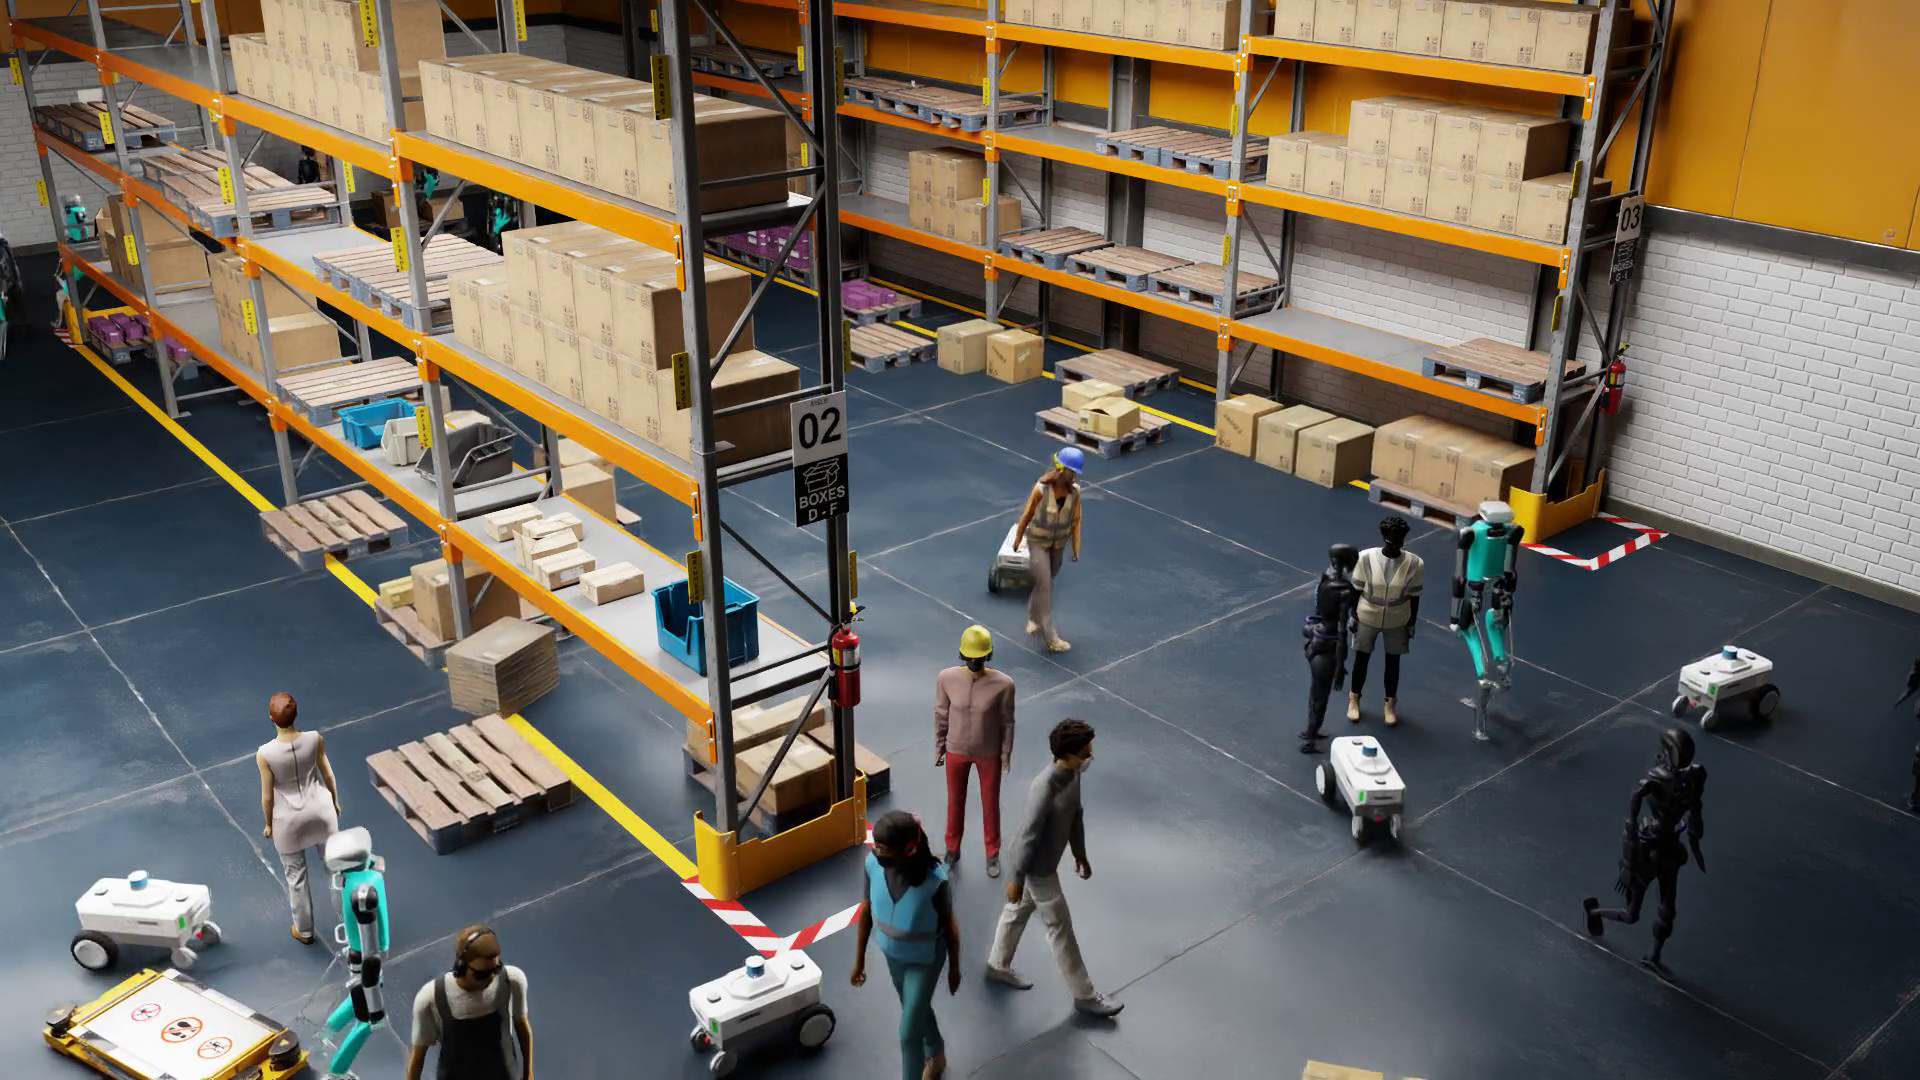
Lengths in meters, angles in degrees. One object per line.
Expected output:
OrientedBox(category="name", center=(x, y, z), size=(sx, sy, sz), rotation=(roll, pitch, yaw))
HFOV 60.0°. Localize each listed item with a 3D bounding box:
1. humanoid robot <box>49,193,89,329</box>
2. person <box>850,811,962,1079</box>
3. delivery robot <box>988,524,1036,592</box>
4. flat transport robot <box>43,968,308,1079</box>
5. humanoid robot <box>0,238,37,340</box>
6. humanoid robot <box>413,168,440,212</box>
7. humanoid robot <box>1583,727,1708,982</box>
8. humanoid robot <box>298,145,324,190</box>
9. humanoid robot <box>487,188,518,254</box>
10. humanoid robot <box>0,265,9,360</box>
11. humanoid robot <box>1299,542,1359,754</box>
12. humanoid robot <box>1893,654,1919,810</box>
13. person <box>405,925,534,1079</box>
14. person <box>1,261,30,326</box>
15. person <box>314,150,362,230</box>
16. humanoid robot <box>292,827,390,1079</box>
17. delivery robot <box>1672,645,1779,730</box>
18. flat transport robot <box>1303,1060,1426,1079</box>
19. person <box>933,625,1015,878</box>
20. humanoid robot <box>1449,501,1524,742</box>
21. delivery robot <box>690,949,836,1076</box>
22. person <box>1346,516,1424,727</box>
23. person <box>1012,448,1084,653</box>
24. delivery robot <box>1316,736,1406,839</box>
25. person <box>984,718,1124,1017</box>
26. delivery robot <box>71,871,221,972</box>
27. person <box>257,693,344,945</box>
OrientedBox(category="humanoid robot", center=(-12.129, -3.709, 22.482), size=(0.812, 1.863, 0.557), rotation=(-20, 31, -39))
OrientedBox(category="person", center=(-0.298, 2.201, 8.565), size=(0.507, 1.827, 0.857), rotation=(15, 28, 31))
OrientedBox(category="delivery robot", center=(0.560, 0.152, 14.927), size=(0.505, 0.592, 0.763), rotation=(5, 24, 12))
OrientedBox(category="flat transport robot", center=(-4.351, 2.777, 9.212), size=(1.431, 0.231, 0.659), rotation=(13, 27, 28))
OrientedBox(category="humanoid robot", center=(-12.608, -3.445, 21.839), size=(0.606, 1.655, 0.386), rotation=(5, 24, 12))
OrientedBox(category="humanoid robot", center=(-9.033, -6.075, 27.867), size=(0.901, 1.772, 0.538), rotation=(9, 25, 20))
OrientedBox(category="humanoid robot", center=(4.055, 1.777, 9.770), size=(0.590, 1.641, 0.571), rotation=(-10, 25, -21))
OrientedBox(category="humanoid robot", center=(-10.400, -5.537, 26.730), size=(0.610, 1.630, 0.665), rotation=(15, 28, 31))
OrientedBox(category="humanoid robot", center=(-7.086, -4.963, 25.342), size=(0.530, 1.767, 1.009), rotation=(8, 25, 17))
OrientedBox(category="humanoid robot", center=(-12.437, -3.241, 21.317), size=(0.534, 1.763, 0.979), rotation=(-8, 24, -17))
OrientedBox(category="humanoid robot", center=(2.661, 0.775, 12.078), size=(0.316, 1.658, 0.609), rotation=(-3, 23, -6))
OrientedBox(category="humanoid robot", center=(6.749, 1.079, 11.361), size=(0.601, 1.657, 0.361), rotation=(9, 25, 20))
OrientedBox(category="person", center=(-2.273, 2.588, 7.732), size=(0.634, 1.791, 0.926), rotation=(-7, 24, -16))
OrientedBox(category="person", center=(-13.013, -3.629, 22.235), size=(0.568, 1.702, 0.899), rotation=(7, 24, 17))
OrientedBox(category="person", center=(-10.403, -5.947, 27.399), size=(0.920, 1.877, 0.538), rotation=(-8, 25, -18))
OrientedBox(category="humanoid robot", center=(-3.172, 2.324, 8.460), size=(0.659, 1.841, 0.536), rotation=(-9, 25, -20))
OrientedBox(category="delivery robot", center=(5.876, 1.094, 12.755), size=(0.784, 0.599, 0.499), rotation=(-12, 26, -26))
OrientedBox(category="flat transport robot", center=(2.000, 3.270, 8.071), size=(1.431, 0.231, 0.659), rotation=(6, 24, 14))
OrientedBox(category="person", center=(0.089, 1.347, 10.632), size=(0.524, 1.772, 0.301), rotation=(3, 24, 7))
OrientedBox(category="humanoid robot", center=(3.992, 0.643, 12.339), size=(0.555, 1.782, 0.835), rotation=(-7, 24, -15))
OrientedBox(category="delivery robot", center=(-1.127, 2.581, 9.275), size=(0.747, 0.570, 0.499), rotation=(-15, 27, -30))
OrientedBox(category="person", center=(3.172, 0.596, 12.471), size=(0.531, 1.694, 0.320), rotation=(5, 24, 11))
OrientedBox(category="person", center=(0.746, 0.067, 13.646), size=(0.527, 1.718, 0.814), rotation=(-10, 25, -22))
OrientedBox(category="delivery robot", center=(2.793, 1.657, 11.453), size=(0.499, 0.599, 0.797), rotation=(-2, 23, -4))
OrientedBox(category="person", center=(0.539, 1.837, 9.402), size=(0.899, 1.841, 0.524), rotation=(8, 25, 19))
OrientedBox(category="delivery robot", center=(-4.920, 2.276, 10.027), size=(0.805, 0.606, 0.499), rotation=(3, 24, 6))
OrientedBox(category="person", center=(-3.965, 1.665, 10.030), size=(0.459, 1.660, 0.278), rotation=(-17, 29, -35))
